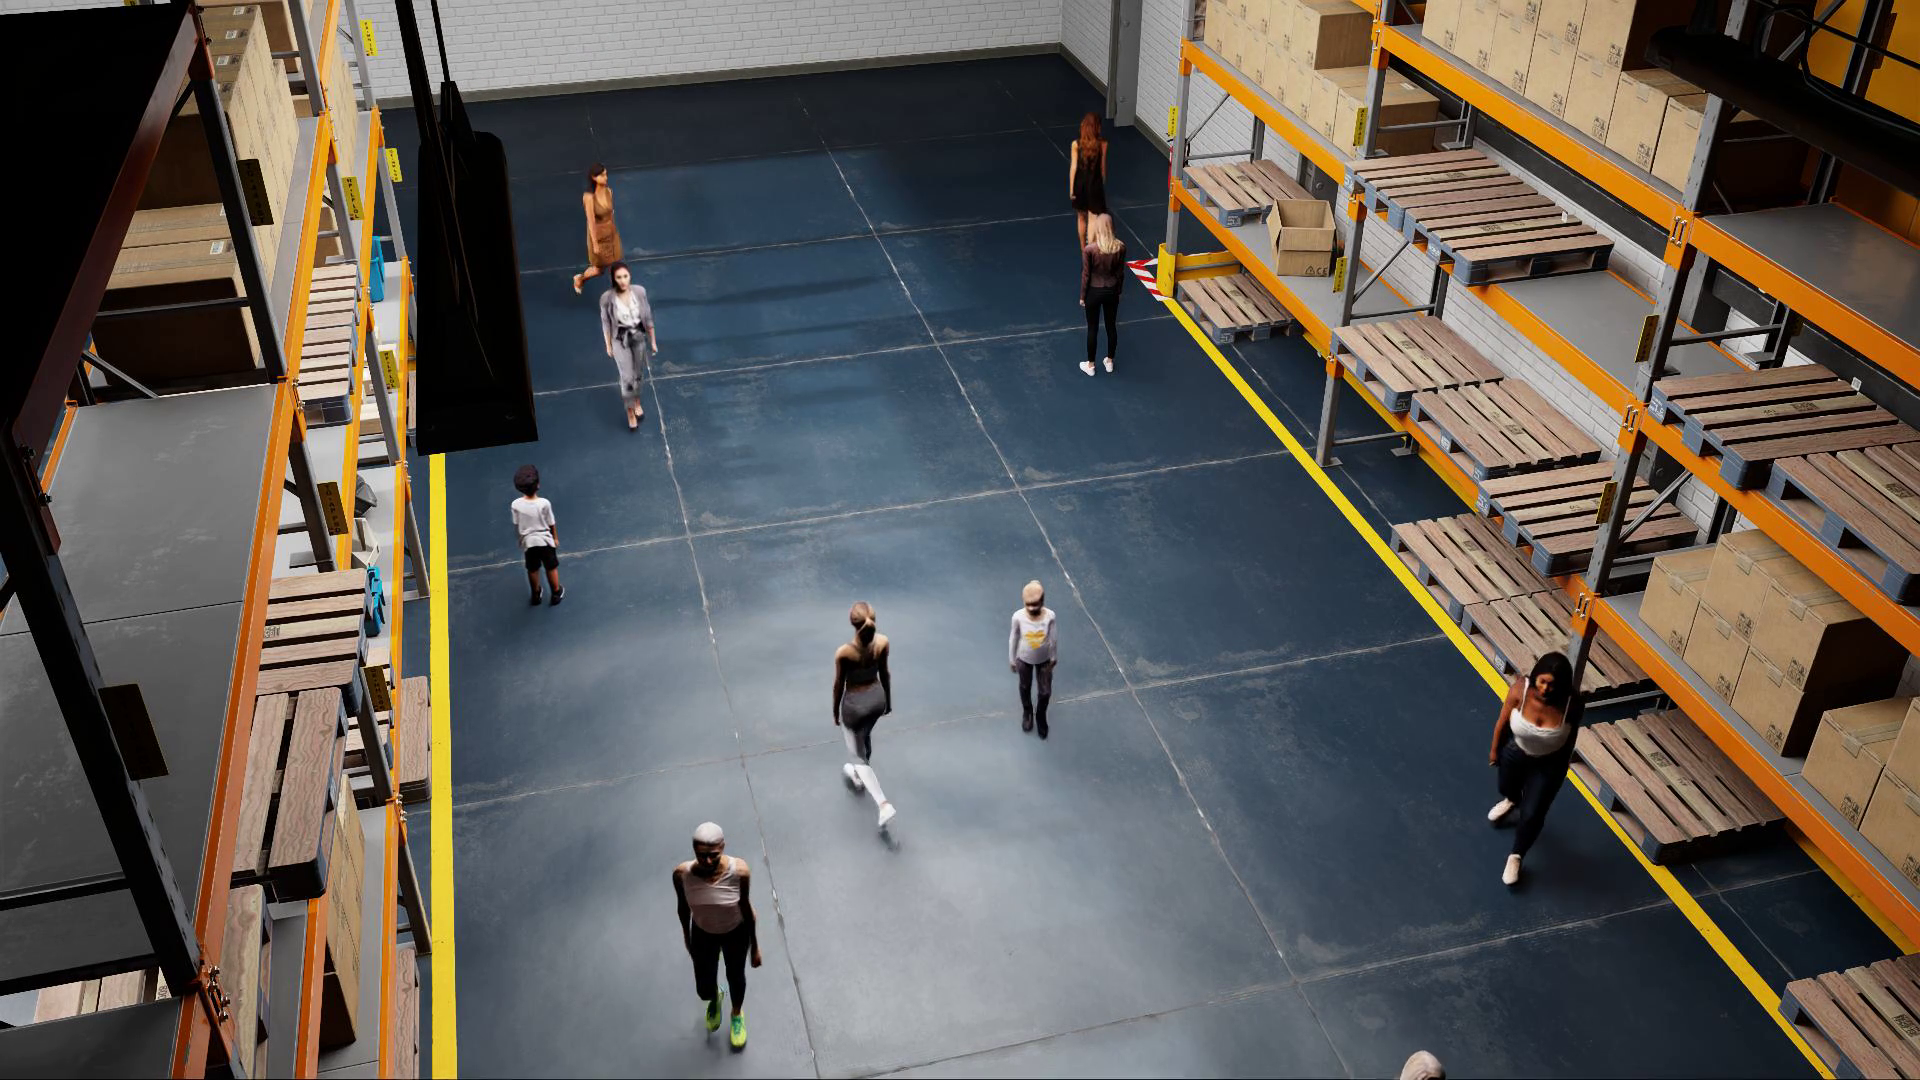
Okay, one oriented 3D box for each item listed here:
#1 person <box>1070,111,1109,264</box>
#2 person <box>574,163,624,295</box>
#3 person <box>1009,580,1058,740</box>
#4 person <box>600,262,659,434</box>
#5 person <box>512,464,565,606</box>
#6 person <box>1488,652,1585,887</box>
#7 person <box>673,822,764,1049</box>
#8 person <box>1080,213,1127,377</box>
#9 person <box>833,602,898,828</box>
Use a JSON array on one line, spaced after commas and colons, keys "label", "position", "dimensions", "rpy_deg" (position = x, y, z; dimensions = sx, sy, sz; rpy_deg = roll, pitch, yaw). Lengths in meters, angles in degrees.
[{"label": "person", "position": [1.441, -3.843, 18.590], "dimensions": [0.791, 1.811, 1.070], "rpy_deg": [1, 34, 2]}, {"label": "person", "position": [-3.877, -3.211, 17.767], "dimensions": [0.982, 1.671, 0.921], "rpy_deg": [17, 37, 24]}, {"label": "person", "position": [0.531, 0.814, 12.077], "dimensions": [0.572, 1.265, 0.621], "rpy_deg": [0, 34, -1]}, {"label": "person", "position": [-3.154, -1.898, 15.799], "dimensions": [0.700, 1.662, 0.786], "rpy_deg": [-17, 37, -23]}, {"label": "person", "position": [-3.393, -0.031, 13.357], "dimensions": [0.535, 1.256, 0.562], "rpy_deg": [1, 34, 2]}, {"label": "person", "position": [3.733, 1.368, 10.791], "dimensions": [1.057, 1.766, 1.112], "rpy_deg": [19, 38, 27]}, {"label": "person", "position": [-1.377, 2.210, 9.596], "dimensions": [0.646, 1.688, 0.672], "rpy_deg": [-4, 34, -7]}, {"label": "person", "position": [1.419, -2.449, 16.591], "dimensions": [0.606, 1.703, 0.503], "rpy_deg": [-10, 35, -14]}, {"label": "person", "position": [-0.624, 1.176, 11.160], "dimensions": [0.748, 1.678, 1.095], "rpy_deg": [-17, 37, -24]}]
